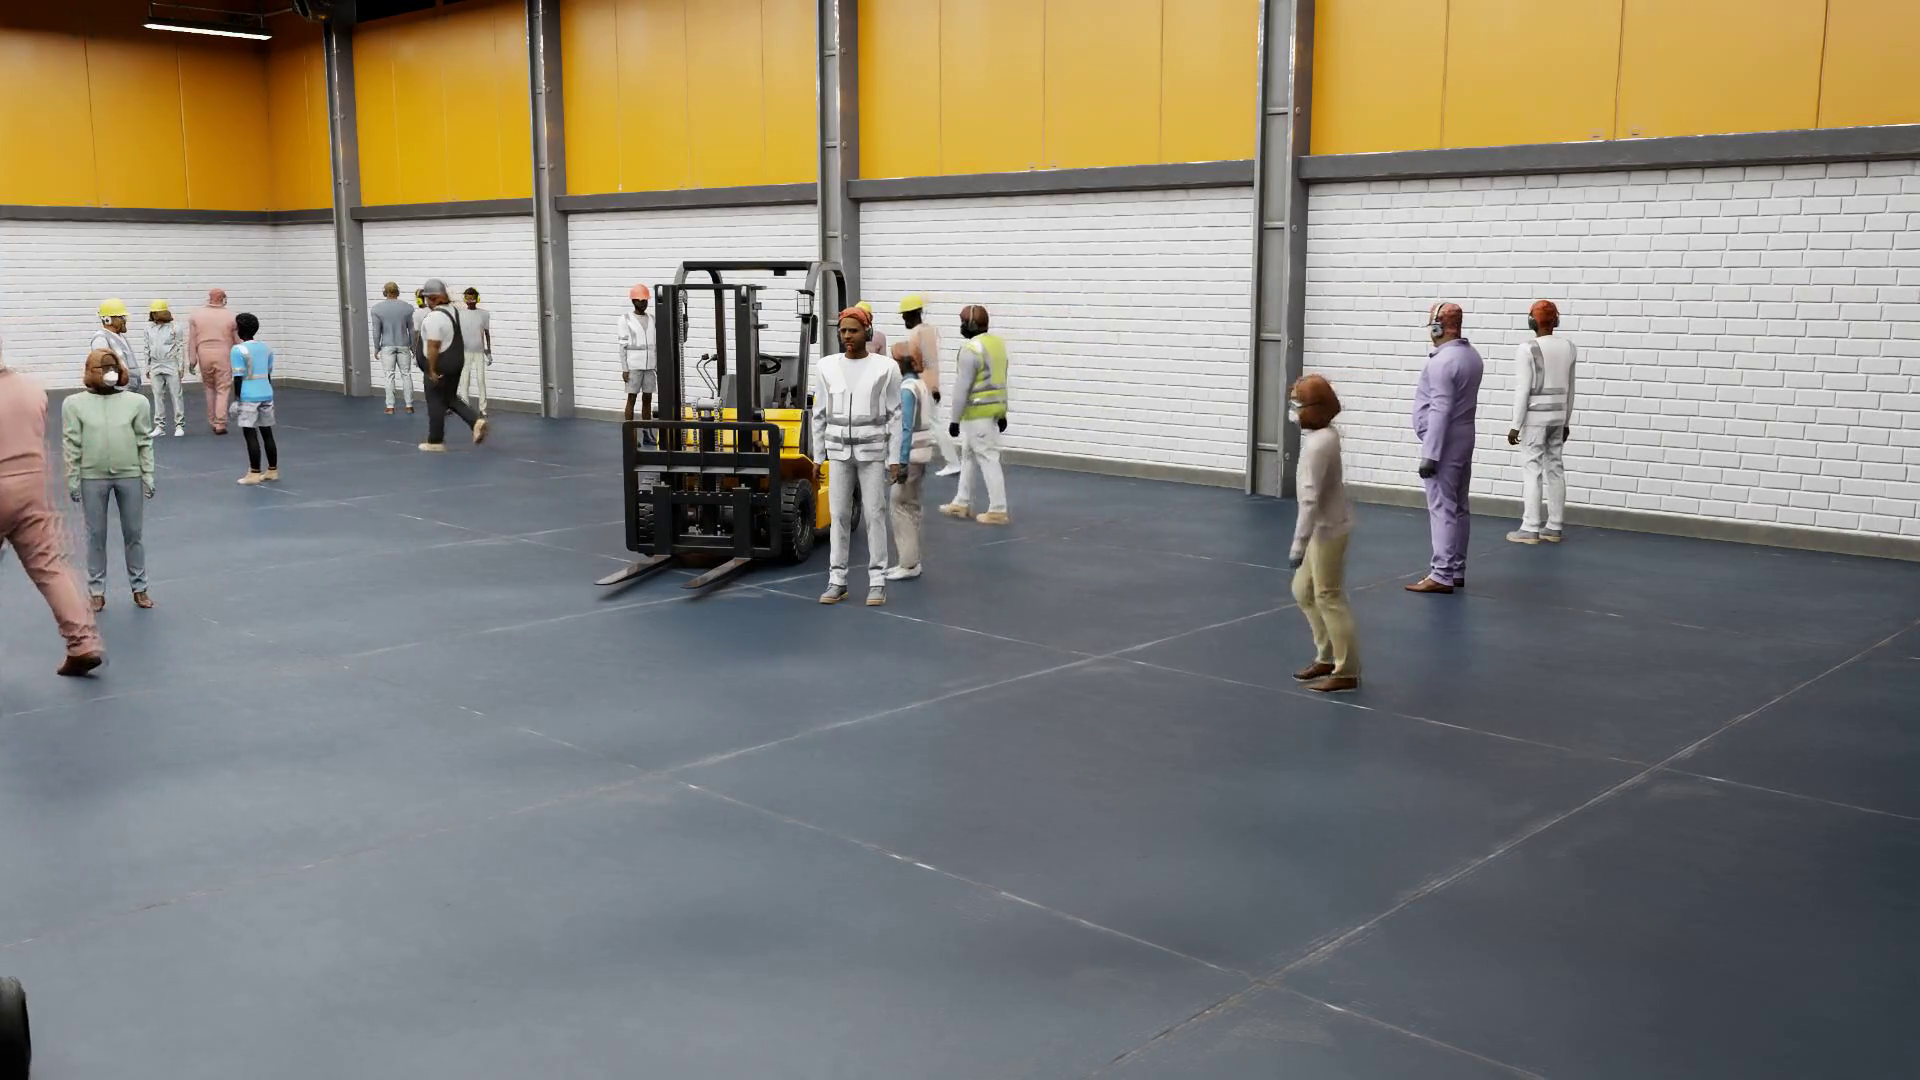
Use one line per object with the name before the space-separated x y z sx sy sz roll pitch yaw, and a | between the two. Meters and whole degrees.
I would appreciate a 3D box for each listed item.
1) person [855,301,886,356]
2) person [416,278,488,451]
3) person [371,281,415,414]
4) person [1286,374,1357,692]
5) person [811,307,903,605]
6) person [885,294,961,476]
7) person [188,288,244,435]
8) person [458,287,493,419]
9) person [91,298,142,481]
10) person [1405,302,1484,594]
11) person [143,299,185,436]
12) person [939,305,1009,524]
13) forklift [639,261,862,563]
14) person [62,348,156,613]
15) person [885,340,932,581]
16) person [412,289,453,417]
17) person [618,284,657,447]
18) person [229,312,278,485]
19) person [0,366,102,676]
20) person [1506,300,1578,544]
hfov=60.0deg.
person | -1.053 -1.715 18.196 0.525 1.759 0.339 -4 10 -25
person | -5.975 -2.043 19.338 0.720 2.000 0.694 2 10 14
person | -8.274 -2.810 24.356 0.629 1.940 0.373 -5 10 -26
person | 1.800 -0.020 8.239 0.429 1.602 0.533 2 10 14
person | -0.656 -0.521 10.501 0.584 1.878 0.346 2 9 11
person | -0.426 -1.579 17.042 1.038 1.860 0.595 3 10 17
person | -9.573 -2.310 21.505 0.659 1.863 0.864 -1 9 -9
person | -6.909 -2.653 23.626 0.521 1.865 0.328 -3 10 -17
person | -8.268 -1.452 16.353 0.404 1.833 0.590 -2 9 -10
person | 3.164 -0.600 10.920 0.403 1.904 0.637 7 11 35
person | -10.073 -2.173 21.052 0.492 1.741 0.312 0 9 -2
person | 0.068 -1.044 13.895 0.843 1.809 0.650 5 10 26
forklift | -1.552 -1.040 12.721 1.214 2.155 2.313 2 9 11
person | -5.268 -0.370 10.326 0.506 1.634 0.275 -6 11 -30
person | -0.352 -0.543 11.379 0.331 1.637 0.531 2 9 10
person | -7.554 -2.664 23.772 0.461 1.838 0.520 6 11 32
person | -3.804 -2.077 19.864 0.542 1.938 0.358 -9 13 -43
person | -6.953 -1.384 16.354 0.319 1.696 0.534 3 10 16
person | -4.938 -0.193 8.603 1.016 1.856 0.626 4 10 22
person | 4.492 -0.906 12.855 0.576 1.881 0.352 -4 10 -23
